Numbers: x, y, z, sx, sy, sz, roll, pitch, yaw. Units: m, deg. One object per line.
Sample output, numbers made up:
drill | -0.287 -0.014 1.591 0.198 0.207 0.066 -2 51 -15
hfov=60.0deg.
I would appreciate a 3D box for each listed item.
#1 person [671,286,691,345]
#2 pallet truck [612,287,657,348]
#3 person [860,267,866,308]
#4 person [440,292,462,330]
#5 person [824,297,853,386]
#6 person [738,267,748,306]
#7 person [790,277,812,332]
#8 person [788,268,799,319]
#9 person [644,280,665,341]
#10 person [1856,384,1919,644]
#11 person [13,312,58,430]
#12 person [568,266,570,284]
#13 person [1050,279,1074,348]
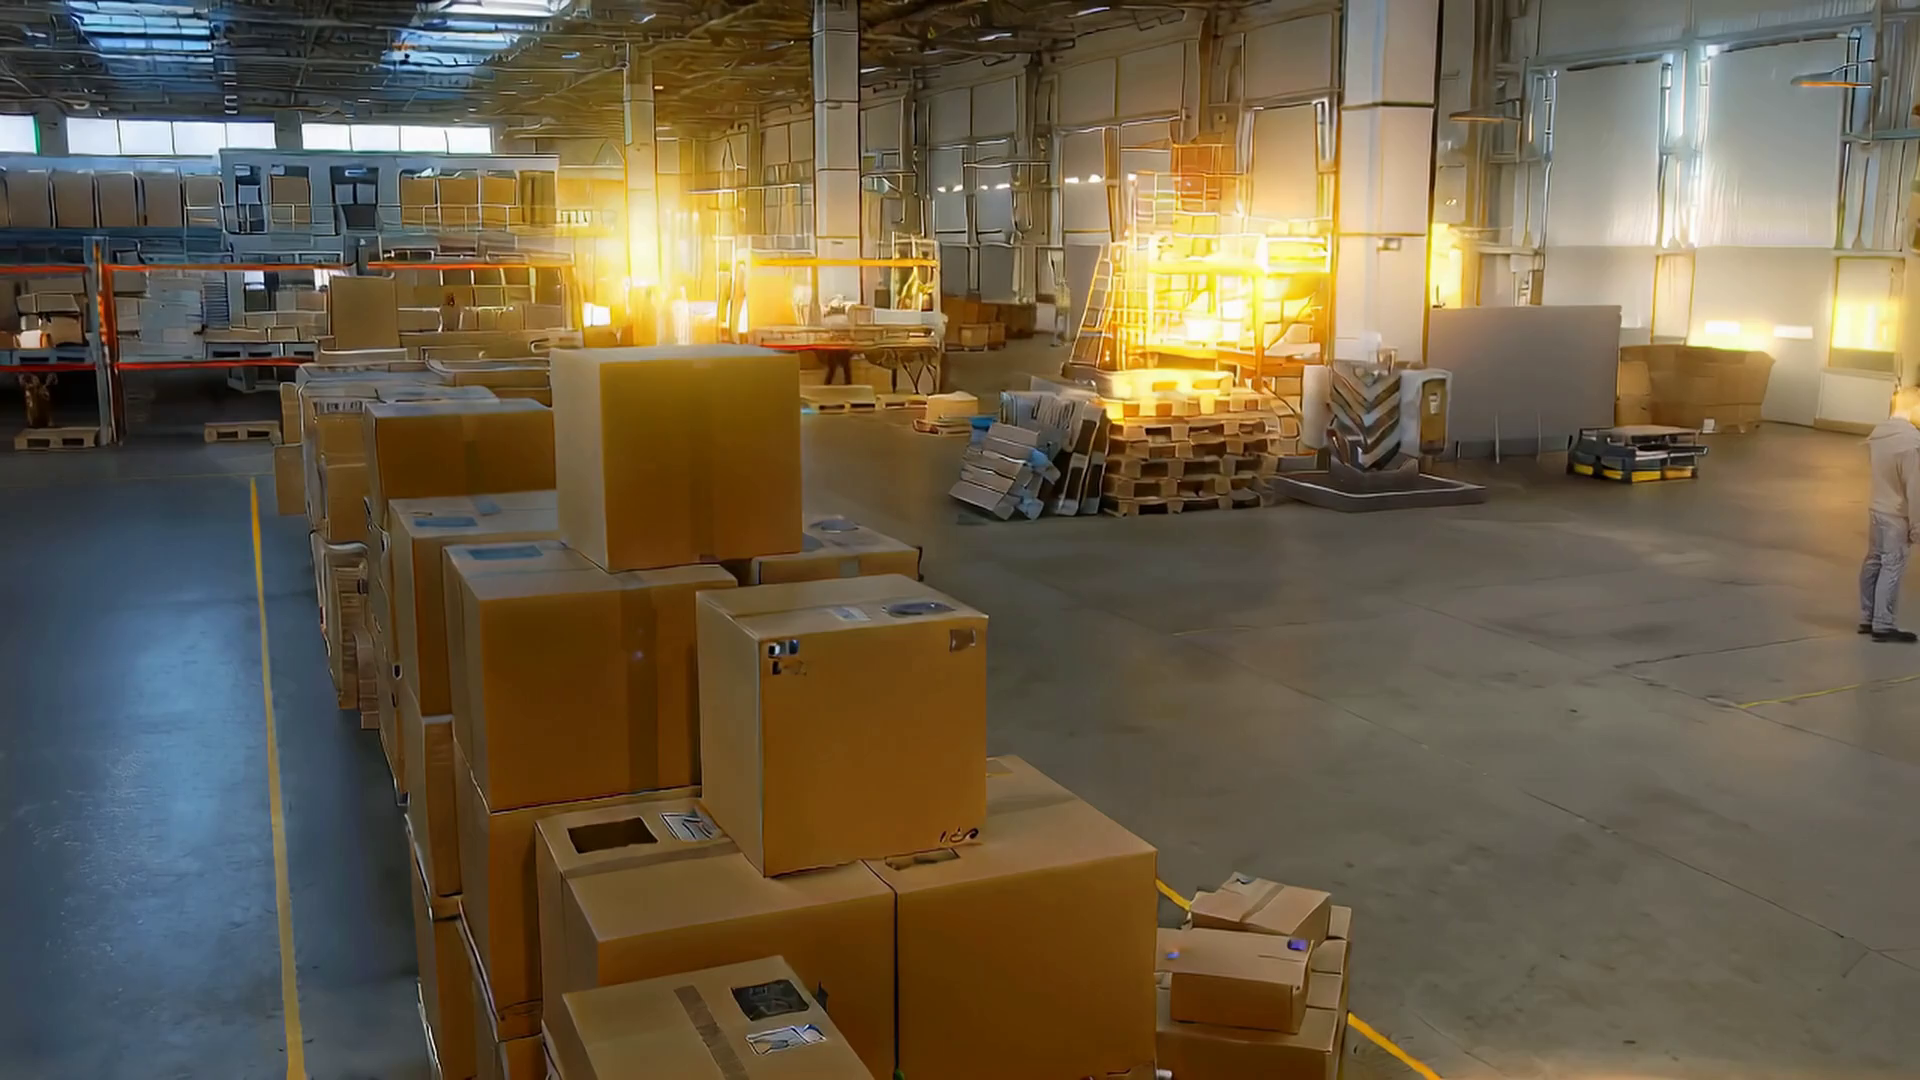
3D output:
person | -6.222 -4.708 37.229 0.364 1.939 0.636 3 11 17
pallet truck | -6.464 -4.406 35.401 0.823 1.965 1.885 6 12 32
person | -3.858 -9.381 62.995 1.035 1.946 0.644 10 14 44
person | -11.392 -4.624 37.195 0.526 1.825 1.007 -5 12 -27
person | -2.292 -3.605 31.274 0.590 1.900 0.868 5 11 24
person | -9.480 -11.204 73.066 0.608 1.918 0.480 5 11 24
person | -4.890 -7.211 51.364 0.637 1.816 0.730 3 11 14
person | -5.991 -9.125 61.676 0.839 1.906 0.546 3 11 14
person | -8.916 -6.699 48.649 0.614 1.797 0.986 -4 11 -19
person | 6.962 -0.193 12.382 0.377 1.931 0.636 0 10 0
person | -14.119 -2.543 25.450 0.579 1.884 0.352 -2 10 -10
person | -16.814 -10.967 71.878 0.355 1.885 0.575 -8 13 -36
person | 2.812 -6.219 45.707 0.598 1.895 0.904 -7 12 -33
